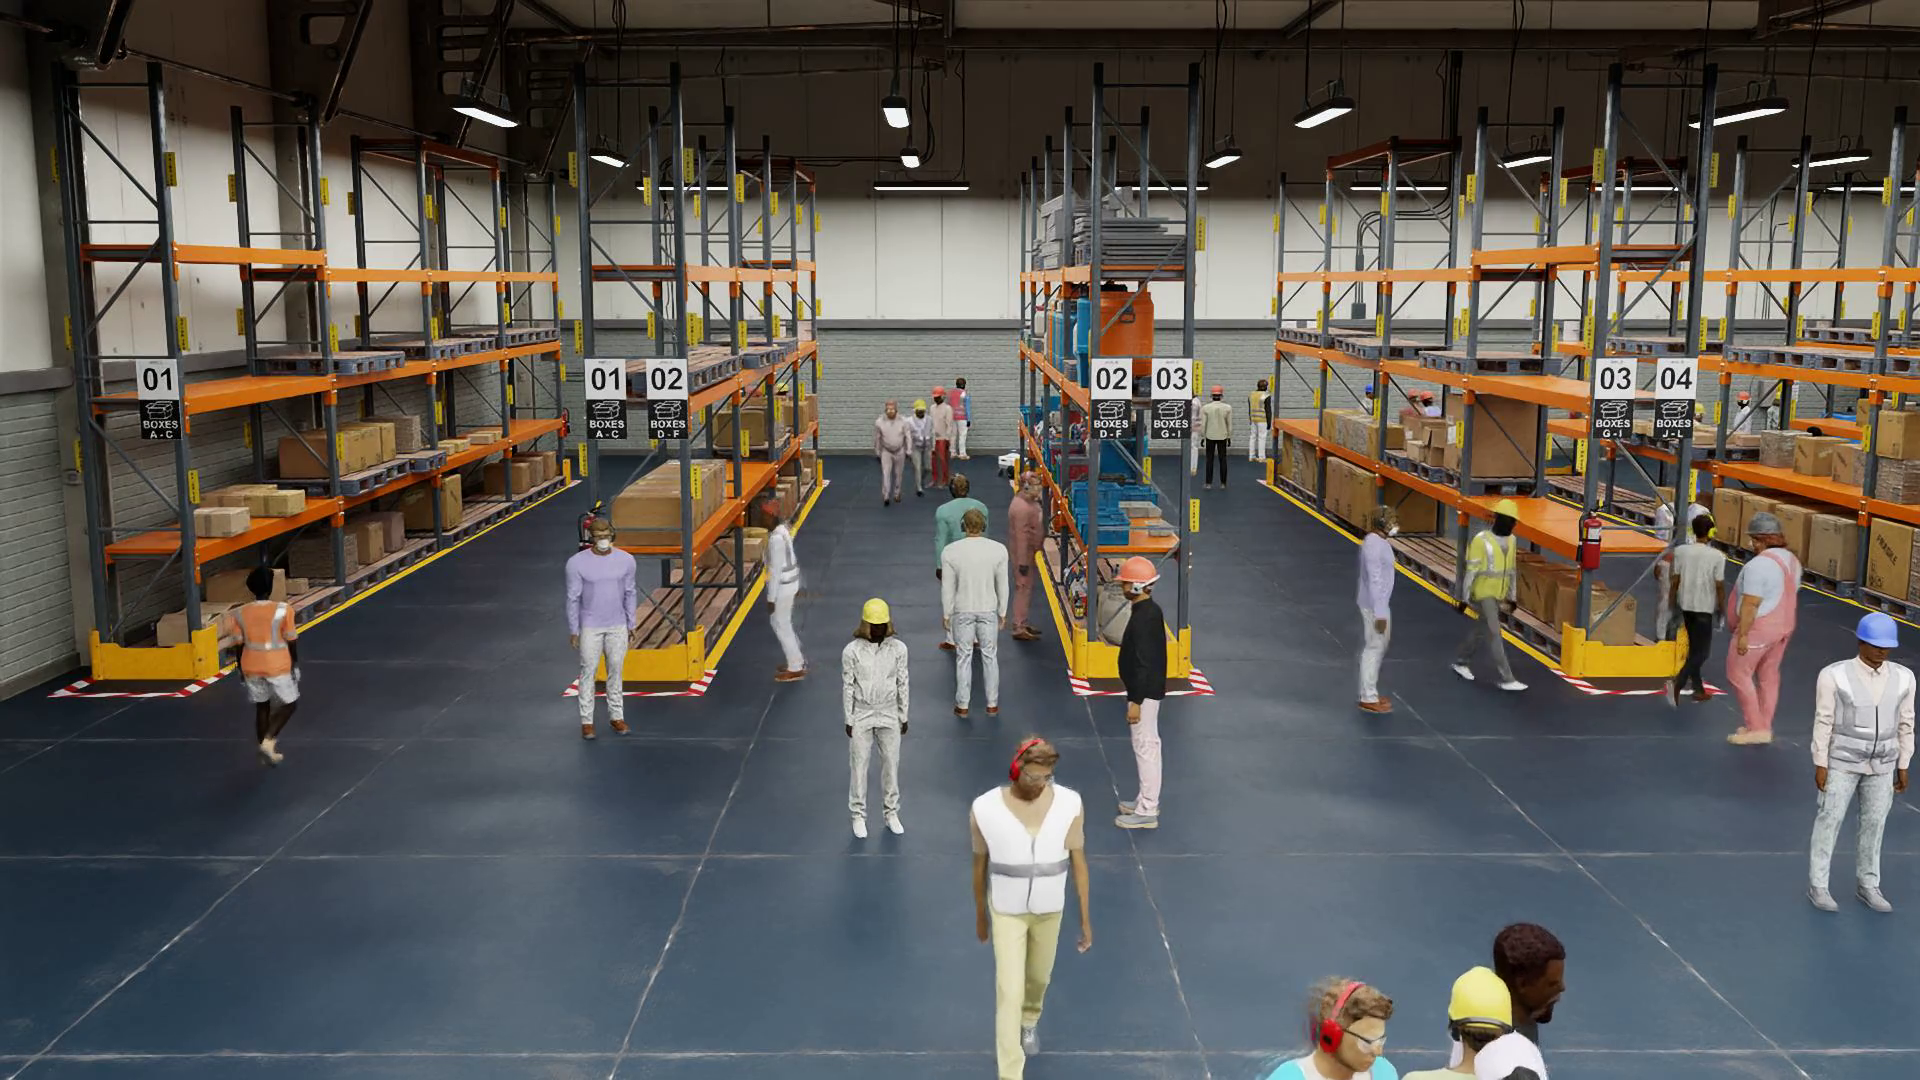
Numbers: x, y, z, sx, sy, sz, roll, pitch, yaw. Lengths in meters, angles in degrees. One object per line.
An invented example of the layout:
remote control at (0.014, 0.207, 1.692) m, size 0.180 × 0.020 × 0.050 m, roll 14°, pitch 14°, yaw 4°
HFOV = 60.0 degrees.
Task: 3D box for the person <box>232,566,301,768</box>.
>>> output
person at (-5.650, 1.052, 13.491) m, size 0.547 × 1.683 × 0.470 m, roll 1°, pitch 9°, yaw 6°

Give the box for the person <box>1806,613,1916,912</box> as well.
person at (5.687, 1.400, 10.486) m, size 0.604 × 1.938 × 0.426 m, roll 0°, pitch 9°, yaw 3°

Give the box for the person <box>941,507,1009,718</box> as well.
person at (0.134, 0.666, 15.190) m, size 0.628 × 1.940 × 0.373 m, roll -1°, pitch 9°, yaw -6°

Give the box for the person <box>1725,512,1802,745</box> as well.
person at (6.877, 0.750, 14.319) m, size 0.698 × 2.000 × 0.536 m, roll -5°, pitch 10°, yaw -31°

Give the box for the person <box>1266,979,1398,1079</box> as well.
person at (1.134, 2.253, 5.388) m, size 0.575 × 1.807 × 0.890 m, roll -4°, pitch 10°, yaw -25°

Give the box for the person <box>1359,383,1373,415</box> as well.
person at (8.231, -2.191, 33.545) m, size 0.406 × 1.942 × 0.614 m, roll 5°, pitch 10°, yaw 32°

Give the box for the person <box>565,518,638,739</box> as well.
person at (-3.121, 0.762, 14.569) m, size 0.628 × 1.939 × 0.374 m, roll -5°, pitch 10°, yaw -28°

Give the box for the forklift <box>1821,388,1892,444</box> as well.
forklift at (20.072, -3.110, 36.462) m, size 1.873 × 2.768 × 1.129 m, roll 0°, pitch 9°, yaw 0°

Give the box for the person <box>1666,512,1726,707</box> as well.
person at (6.876, 0.657, 15.549) m, size 0.786 × 1.847 × 0.526 m, roll -6°, pitch 11°, yaw -36°

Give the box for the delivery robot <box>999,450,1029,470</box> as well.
delivery robot at (1.095, -1.586, 33.807) m, size 0.477 × 0.478 × 0.707 m, roll -5°, pitch 10°, yaw -31°

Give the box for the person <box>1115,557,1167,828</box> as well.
person at (1.314, 1.108, 12.163) m, size 0.395 × 1.994 × 0.612 m, roll 2°, pitch 9°, yaw 14°

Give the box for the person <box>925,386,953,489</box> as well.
person at (-0.401, -1.957, 31.927) m, size 0.442 × 1.989 × 0.649 m, roll -8°, pitch 12°, yaw -43°

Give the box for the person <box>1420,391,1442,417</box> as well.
person at (8.980, -1.933, 32.072) m, size 0.546 × 1.883 × 0.920 m, roll -3°, pitch 9°, yaw -16°

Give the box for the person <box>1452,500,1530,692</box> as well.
person at (5.240, 0.526, 16.379) m, size 0.627 × 1.857 × 1.002 m, roll -6°, pitch 10°, yaw -32°

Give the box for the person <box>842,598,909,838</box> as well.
person at (-0.598, 1.271, 11.943) m, size 0.484 × 1.738 × 0.319 m, roll -2°, pitch 9°, yaw -14°

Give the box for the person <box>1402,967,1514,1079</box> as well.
person at (1.679, 2.266, 5.474) m, size 0.536 × 1.762 × 0.343 m, roll 2°, pitch 9°, yaw 10°

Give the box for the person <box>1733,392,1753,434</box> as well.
person at (15.854, -2.128, 33.756) m, size 0.326 × 1.751 × 0.563 m, roll 1°, pitch 9°, yaw 6°

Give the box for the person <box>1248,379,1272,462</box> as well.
person at (6.628, -2.621, 36.683) m, size 0.429 × 1.837 × 0.629 m, roll -6°, pitch 11°, yaw -36°

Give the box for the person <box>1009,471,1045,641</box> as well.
person at (0.748, 0.172, 18.517) m, size 0.396 × 1.898 × 0.667 m, roll 1°, pitch 9°, yaw 7°

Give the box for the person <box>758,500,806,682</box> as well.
person at (-1.769, 0.505, 16.500) m, size 0.458 × 1.848 × 0.606 m, roll -1°, pitch 9°, yaw -3°

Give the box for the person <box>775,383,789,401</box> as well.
person at (-3.597, -2.263, 34.095) m, size 0.390 × 1.919 × 0.584 m, roll 0°, pitch 9°, yaw 0°

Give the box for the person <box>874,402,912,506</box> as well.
person at (-1.195, -1.553, 29.752) m, size 0.657 × 1.852 × 1.015 m, roll -1°, pitch 9°, yaw -6°

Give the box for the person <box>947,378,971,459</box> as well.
person at (0.003, -2.723, 37.346) m, size 0.619 × 1.836 × 0.430 m, roll 7°, pitch 11°, yaw 38°

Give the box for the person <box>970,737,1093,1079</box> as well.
person at (0.323, 1.816, 8.239) m, size 0.568 × 1.800 × 0.891 m, roll -2°, pitch 9°, yaw -13°

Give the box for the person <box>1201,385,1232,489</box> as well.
person at (4.930, -1.975, 31.998) m, size 0.609 × 1.995 × 0.376 m, roll 0°, pitch 9°, yaw 0°

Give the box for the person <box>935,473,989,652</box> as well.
person at (0.014, 0.245, 17.936) m, size 0.629 × 1.932 × 0.378 m, roll -5°, pitch 10°, yaw -29°

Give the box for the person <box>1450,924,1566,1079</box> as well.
person at (1.769, 2.184, 5.547) m, size 0.402 × 1.907 × 0.610 m, roll 1°, pitch 9°, yaw 7°

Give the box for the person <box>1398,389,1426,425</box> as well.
person at (8.545, -1.864, 31.411) m, size 0.457 × 1.958 × 0.656 m, roll -8°, pitch 12°, yaw -43°

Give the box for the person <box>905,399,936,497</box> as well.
person at (-0.743, -1.723, 30.918) m, size 0.605 × 1.822 × 0.500 m, roll -3°, pitch 9°, yaw -21°

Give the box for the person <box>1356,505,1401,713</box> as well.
person at (3.891, 0.639, 15.408) m, size 0.426 × 1.936 × 0.660 m, roll 2°, pitch 9°, yaw 15°

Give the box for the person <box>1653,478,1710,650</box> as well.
person at (7.762, 0.246, 17.914) m, size 0.606 × 1.938 × 0.412 m, roll 0°, pitch 9°, yaw 1°
